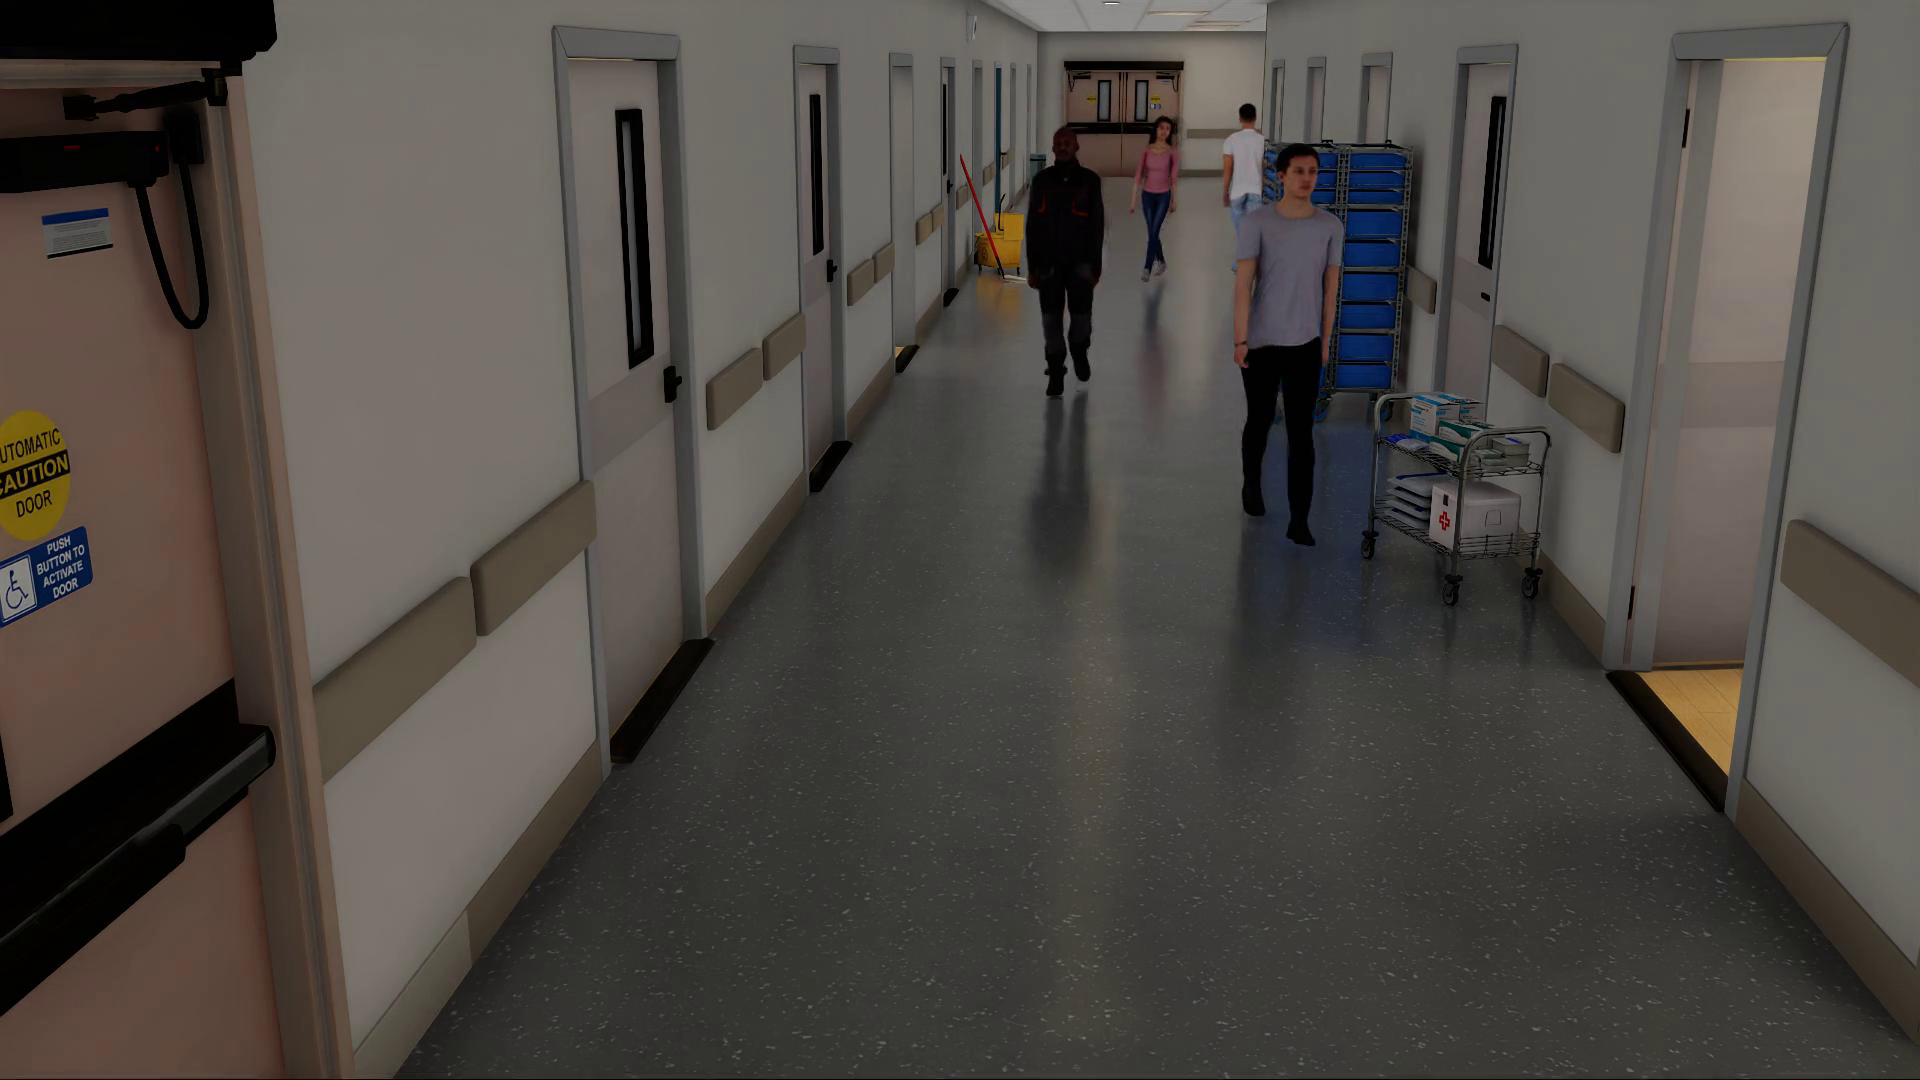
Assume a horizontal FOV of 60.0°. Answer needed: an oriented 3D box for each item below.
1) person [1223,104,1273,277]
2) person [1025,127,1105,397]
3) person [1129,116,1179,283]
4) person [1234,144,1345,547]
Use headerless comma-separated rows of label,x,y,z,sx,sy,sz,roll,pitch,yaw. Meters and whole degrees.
person,3.036,-3.659,17.672,0.899,1.812,1.237,6,17,20
person,0.732,-1.940,11.588,0.719,1.804,0.895,2,16,8
person,2.109,-3.606,17.698,0.872,1.695,1.244,7,17,23
person,1.517,-0.929,7.974,0.708,1.820,1.209,0,16,1
